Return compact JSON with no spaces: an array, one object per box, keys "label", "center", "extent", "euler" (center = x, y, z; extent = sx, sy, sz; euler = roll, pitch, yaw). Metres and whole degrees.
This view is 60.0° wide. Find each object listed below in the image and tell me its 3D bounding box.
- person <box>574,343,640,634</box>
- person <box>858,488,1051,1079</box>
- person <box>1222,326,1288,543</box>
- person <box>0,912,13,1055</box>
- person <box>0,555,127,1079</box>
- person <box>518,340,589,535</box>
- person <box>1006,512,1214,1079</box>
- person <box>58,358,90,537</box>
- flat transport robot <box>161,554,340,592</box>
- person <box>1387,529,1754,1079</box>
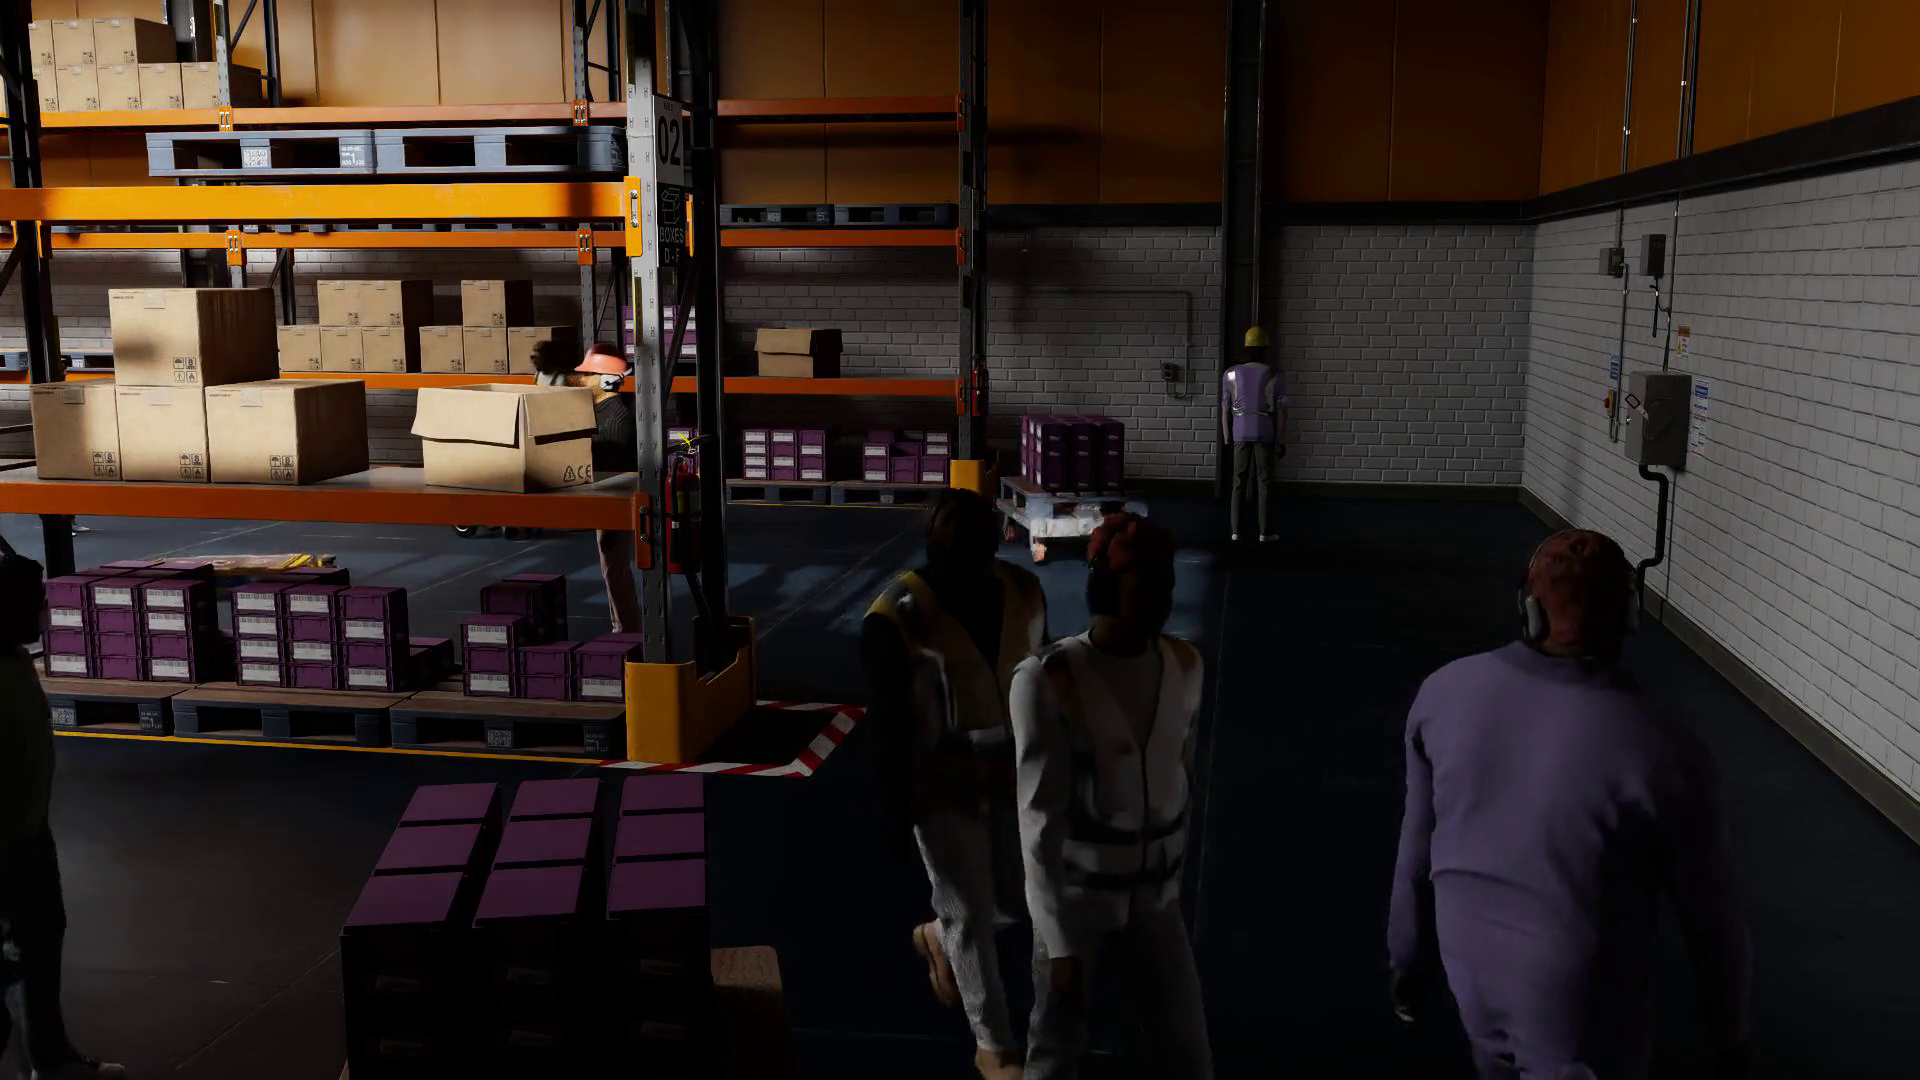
[{"label":"person","center":[-2.065,-0.161,9.815],"extent":[0.375,1.997,0.611],"euler":[-3,10,-15]},{"label":"person","center":[-0.020,0.719,4.978],"extent":[0.666,1.812,0.631],"euler":[-6,11,-31]},{"label":"person","center":[2.620,-0.929,14.793],"extent":[0.588,1.930,0.364],"euler":[4,10,22]},{"label":"person","center":[-2.359,0.898,3.566],"extent":[0.627,1.891,0.797],"euler":[-3,10,-19]},{"label":"person","center":[-2.774,0.844,4.742],"extent":[0.530,1.622,0.505],"euler":[-3,10,-20]},{"label":"person","center":[-3.739,-0.924,15.160],"extent":[0.509,1.798,0.838],"euler":[7,12,37]},{"label":"person","center":[0.413,0.877,3.817],"extent":[0.588,1.847,0.897],"euler":[-5,10,-29]},{"label":"person","center":[-8.235,-0.851,15.207],"extent":[0.309,1.641,0.514],"euler":[-1,9,-6]},{"label":"flat transport robot","center":[-5.499,0.260,12.544],"extent":[1.431,0.197,0.652],"euler":[-1,9,-7]},{"label":"person","center":[1.253,0.917,3.427],"extent":[0.507,1.889,0.667],"euler":[-7,11,-35]}]
